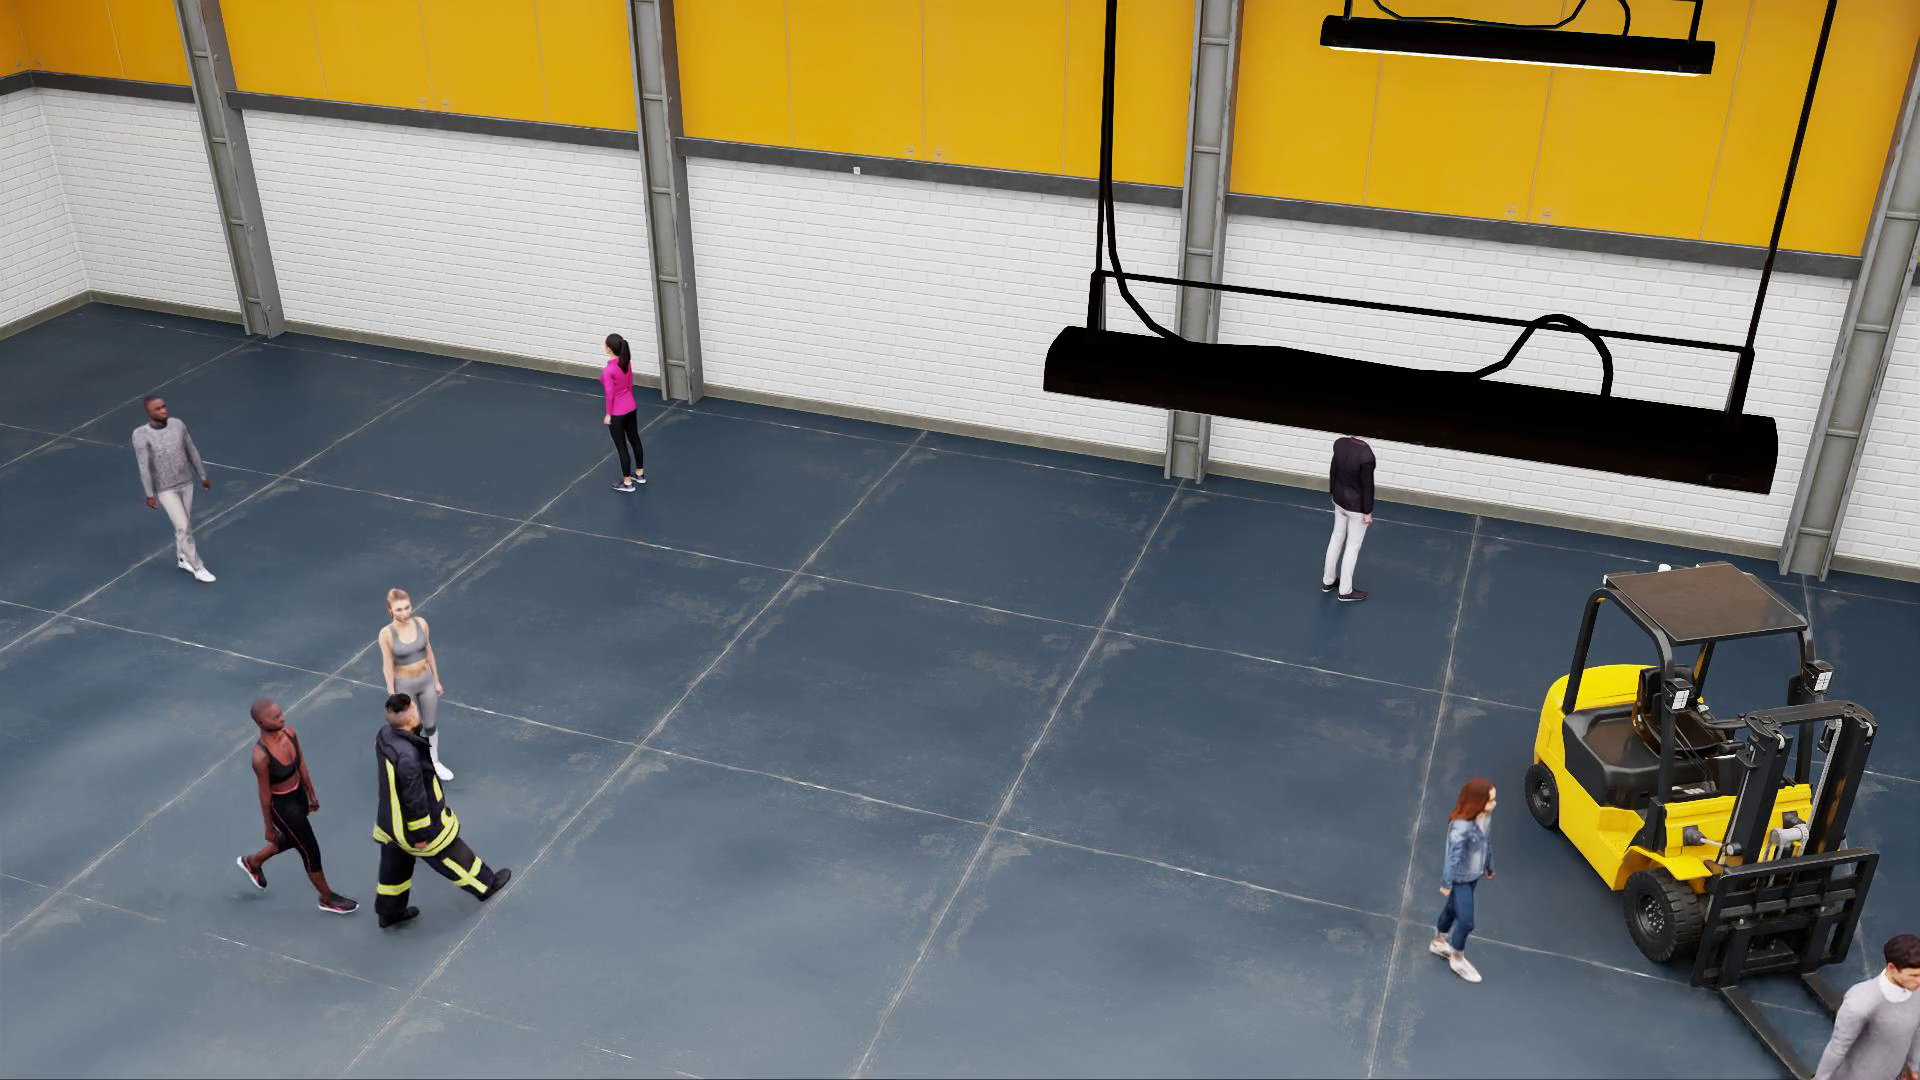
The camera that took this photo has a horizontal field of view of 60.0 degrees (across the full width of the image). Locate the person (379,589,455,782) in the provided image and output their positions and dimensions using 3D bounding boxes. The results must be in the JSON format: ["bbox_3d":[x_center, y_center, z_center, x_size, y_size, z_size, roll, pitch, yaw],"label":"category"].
[{"bbox_3d":[-4.135,1.116,12.581,0.643,1.704,0.640,-25,37,-38],"label":"person"}]

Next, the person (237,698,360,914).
[{"bbox_3d":[-4.652,1.801,11.297,1.156,1.731,0.738,4,29,7],"label":"person"}]

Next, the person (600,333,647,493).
[{"bbox_3d":[-3.460,-1.321,17.056,0.600,1.698,0.610,14,32,24],"label":"person"}]

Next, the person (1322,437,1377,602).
[{"bbox_3d":[3.541,-0.325,15.077,0.797,1.844,0.722,-14,32,-25],"label":"person"}]

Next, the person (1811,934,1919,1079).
[{"bbox_3d":[4.925,2.852,9.180,1.186,1.913,1.256,-14,31,-23],"label":"person"}]

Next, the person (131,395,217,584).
[{"bbox_3d":[-7.366,-0.517,15.452,0.902,1.822,0.783,15,32,25],"label":"person"}]

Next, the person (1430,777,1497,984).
[{"bbox_3d":[3.245,2.158,10.913,0.754,1.473,0.706,23,36,36],"label":"person"}]

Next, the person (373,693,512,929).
[{"bbox_3d":[-3.750,1.847,11.116,1.149,1.823,1.215,-22,35,-34],"label":"person"}]
